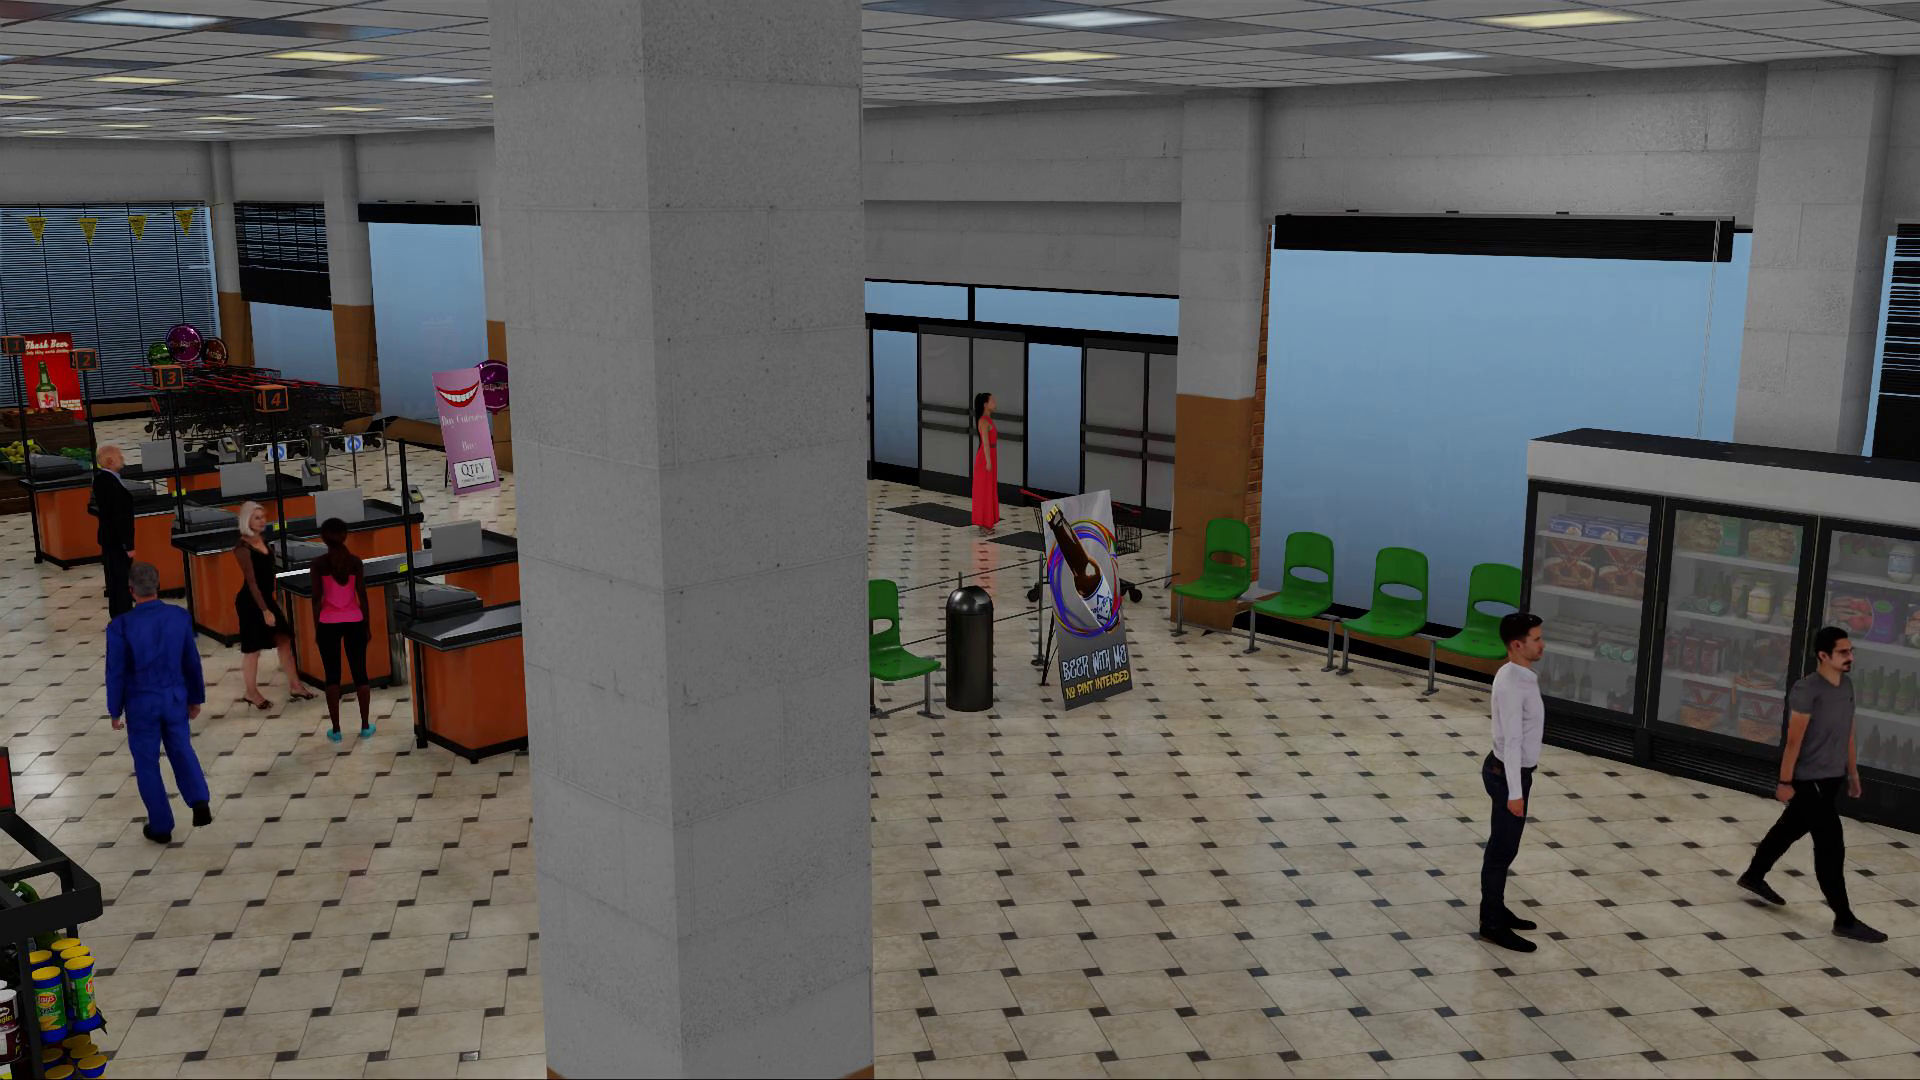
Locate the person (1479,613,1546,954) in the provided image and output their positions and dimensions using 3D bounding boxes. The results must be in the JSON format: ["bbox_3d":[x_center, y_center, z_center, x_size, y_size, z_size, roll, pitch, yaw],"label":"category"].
[{"bbox_3d":[3.044,1.305,9.224,0.766,1.868,0.657,5,13,21],"label":"person"}]

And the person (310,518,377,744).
[{"bbox_3d":[-4.679,0.673,12.581,0.602,1.721,0.705,-5,13,-21],"label":"person"}]

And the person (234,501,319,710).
[{"bbox_3d":[-5.664,0.533,13.238,0.908,1.724,0.865,0,12,1],"label":"person"}]

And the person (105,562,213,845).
[{"bbox_3d":[-5.048,1.059,10.521,0.812,1.813,0.705,10,16,40],"label":"person"}]

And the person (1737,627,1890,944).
[{"bbox_3d":[4.778,1.339,9.442,1.109,1.710,0.809,-8,15,-35],"label":"person"}]

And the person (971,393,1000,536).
[{"bbox_3d":[0.316,-0.935,20.201,0.771,1.728,0.701,1,12,4],"label":"person"}]

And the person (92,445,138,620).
[{"bbox_3d":[-7.888,0.002,15.572,0.577,1.801,0.673,-11,16,-42],"label":"person"}]
